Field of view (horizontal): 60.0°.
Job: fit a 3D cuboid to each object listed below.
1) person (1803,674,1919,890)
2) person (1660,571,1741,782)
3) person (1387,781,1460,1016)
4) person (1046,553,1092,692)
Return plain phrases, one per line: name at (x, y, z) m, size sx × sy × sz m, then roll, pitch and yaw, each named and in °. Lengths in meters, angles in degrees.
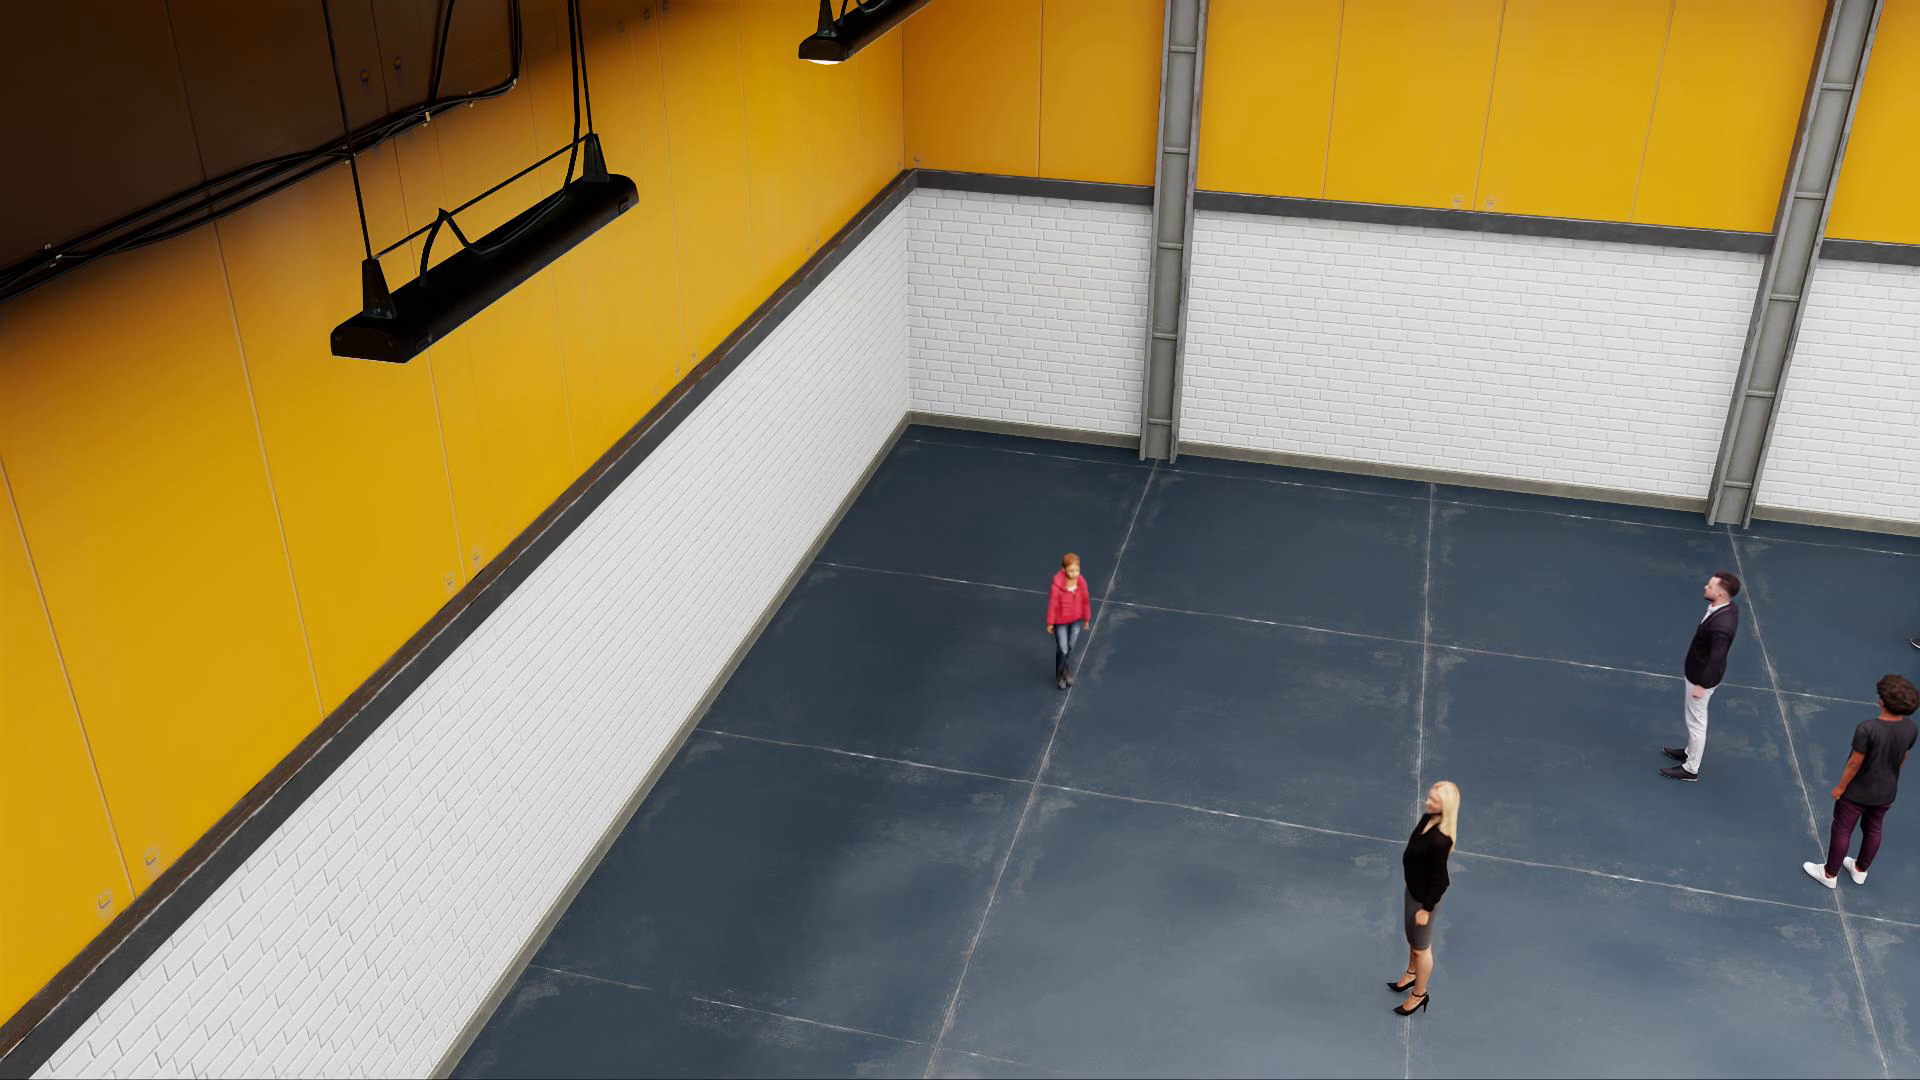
person at (6.565, 1.745, 12.003) m, size 0.662 × 1.784 × 0.768 m, roll -5°, pitch 29°, yaw -10°
person at (5.910, 1.071, 13.177) m, size 0.614 × 1.842 × 0.709 m, roll 14°, pitch 32°, yaw 25°
person at (3.031, 2.334, 10.861) m, size 0.596 × 1.842 × 0.650 m, roll 2°, pitch 29°, yaw 4°
person at (0.906, 0.667, 14.474) m, size 0.607 × 1.309 × 0.683 m, roll -11°, pitch 31°, yaw -19°
